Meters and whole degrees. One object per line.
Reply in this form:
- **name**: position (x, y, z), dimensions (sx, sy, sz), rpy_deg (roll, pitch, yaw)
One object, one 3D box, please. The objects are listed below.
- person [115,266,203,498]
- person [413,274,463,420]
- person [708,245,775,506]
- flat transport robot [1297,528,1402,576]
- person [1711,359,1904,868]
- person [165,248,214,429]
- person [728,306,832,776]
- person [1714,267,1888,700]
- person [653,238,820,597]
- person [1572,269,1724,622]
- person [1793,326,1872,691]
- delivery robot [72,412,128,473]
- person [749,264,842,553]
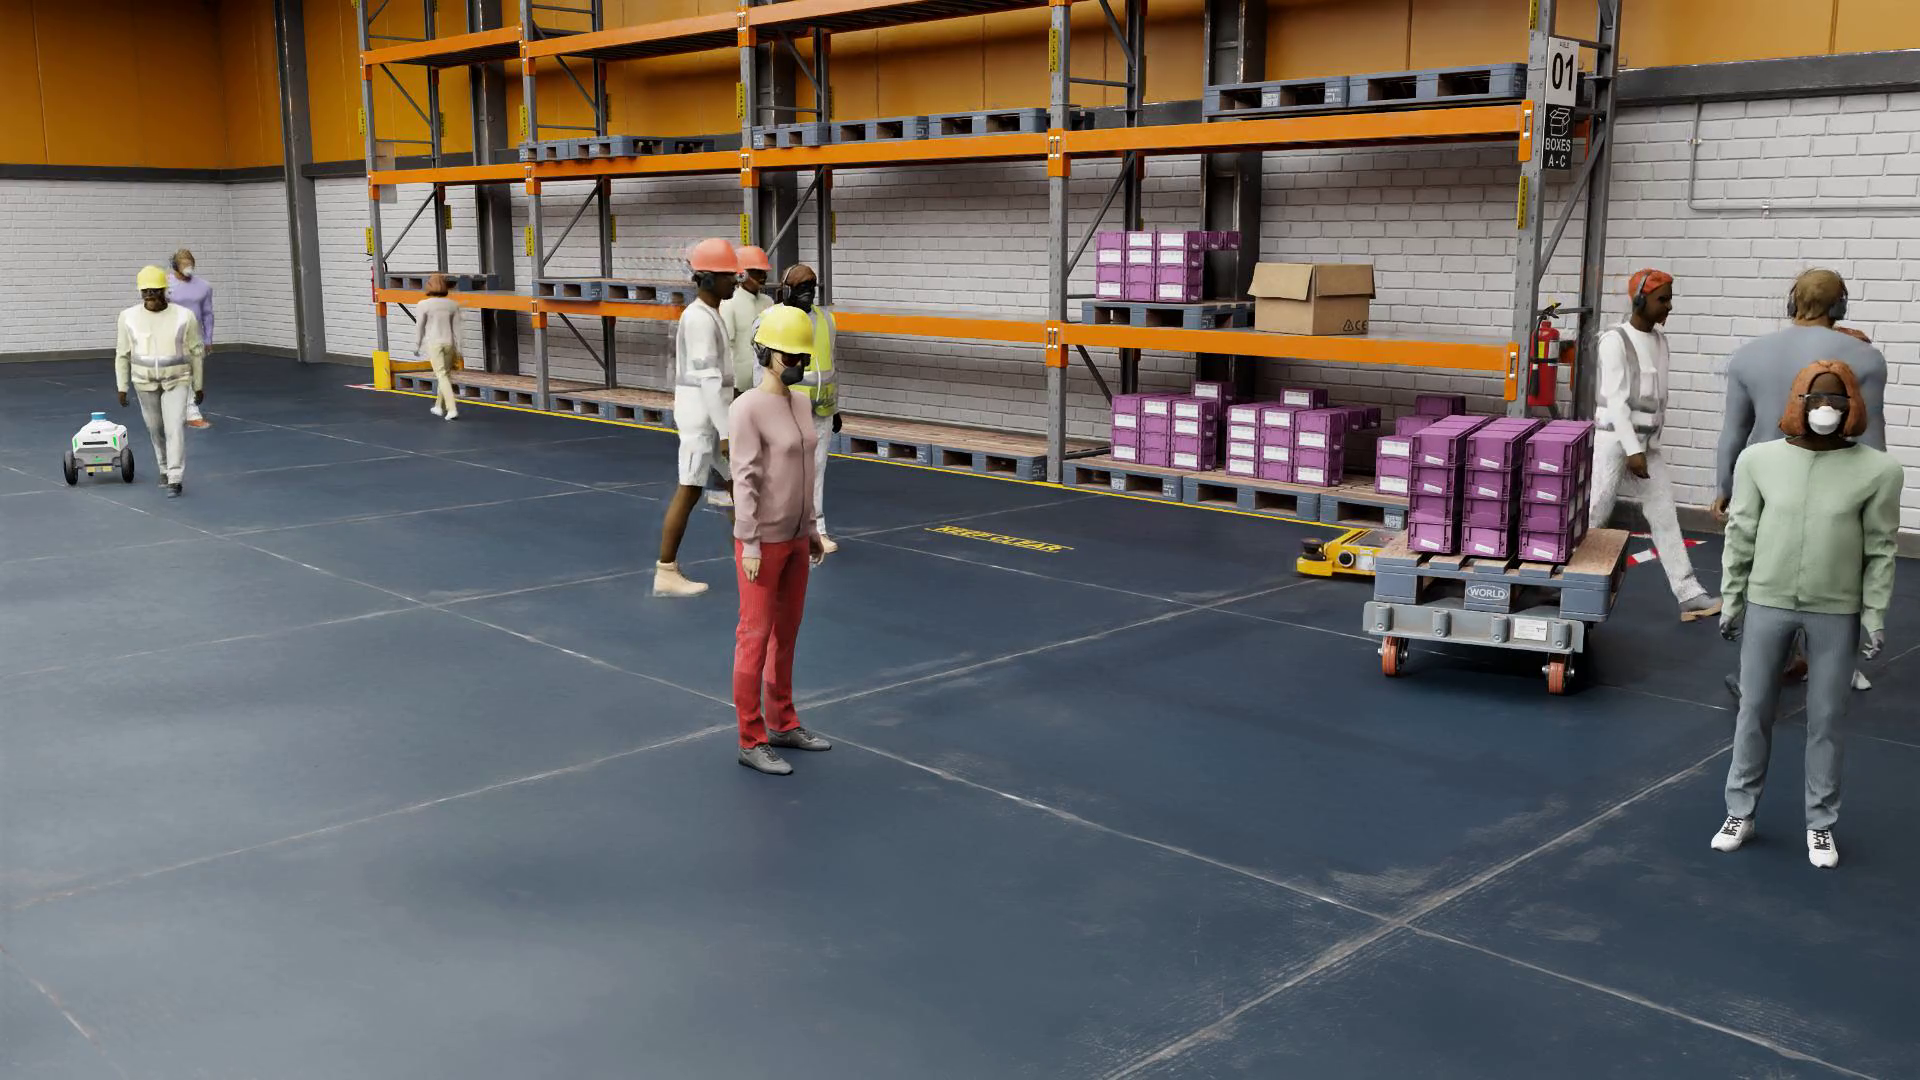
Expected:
- **person**: position (-6.304, -1.250, 13.107), dimensions (0.609, 1.791, 0.887), rpy_deg (-3, 11, -16)
- **person**: position (-5.755, -2.135, 18.411), dimensions (0.499, 1.589, 0.869), rpy_deg (-10, 15, -44)
- **person**: position (-1.503, -1.175, 12.210), dimensions (1.046, 1.936, 0.649), rpy_deg (8, 13, 35)
- **flat transport robot**: position (2.774, 0.108, 9.785), dimensions (1.431, 0.197, 0.652), rpy_deg (5, 12, 28)
- **person**: position (2.720, 0.234, 5.371), dimensions (0.502, 1.636, 0.280), rpy_deg (6, 12, 31)
- **person**: position (-8.280, -2.140, 17.649), dimensions (0.929, 1.904, 0.626), rpy_deg (7, 13, 34)
- **person**: position (-0.676, -0.003, 6.337), dimensions (0.328, 1.760, 0.524), rpy_deg (5, 11, 24)
- **person**: position (3.576, -0.217, 7.160), dimensions (0.883, 1.906, 0.665), rpy_deg (-10, 14, -43)
- **person**: position (-1.279, -0.665, 9.282), dimensions (1.012, 1.994, 0.634), rpy_deg (0, 10, -2)
- **person**: position (3.584, -0.479, 8.693), dimensions (0.589, 1.834, 0.945), rpy_deg (-7, 12, -33)
- **person**: position (3.865, -0.136, 7.419), dimensions (0.532, 1.617, 0.567), rpy_deg (0, 10, -1)
- **delivery robot**: position (-7.118, -0.813, 13.779), dimensions (0.477, 0.478, 0.707), rpy_deg (-4, 11, -20)
- **person**: position (-1.006, -0.812, 10.518), dimensions (0.636, 1.840, 0.429), rpy_deg (-8, 13, -38)
